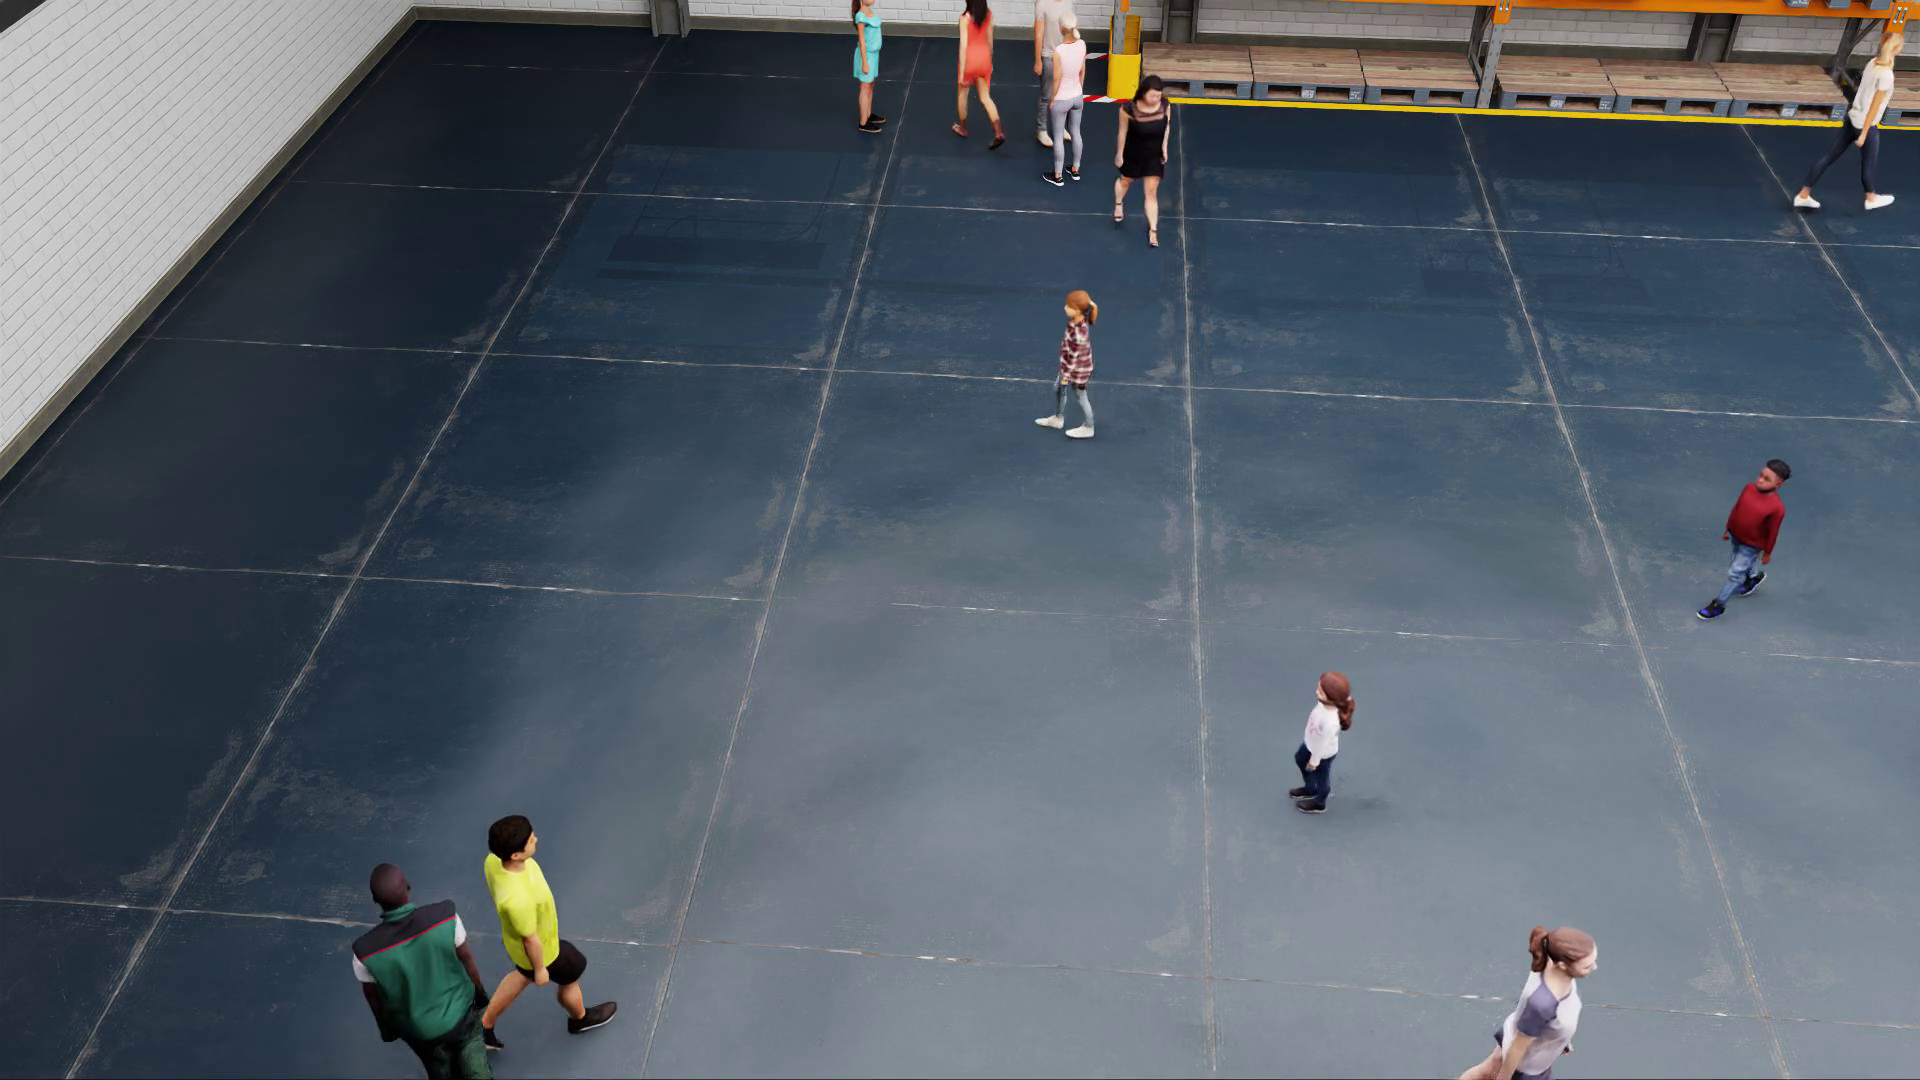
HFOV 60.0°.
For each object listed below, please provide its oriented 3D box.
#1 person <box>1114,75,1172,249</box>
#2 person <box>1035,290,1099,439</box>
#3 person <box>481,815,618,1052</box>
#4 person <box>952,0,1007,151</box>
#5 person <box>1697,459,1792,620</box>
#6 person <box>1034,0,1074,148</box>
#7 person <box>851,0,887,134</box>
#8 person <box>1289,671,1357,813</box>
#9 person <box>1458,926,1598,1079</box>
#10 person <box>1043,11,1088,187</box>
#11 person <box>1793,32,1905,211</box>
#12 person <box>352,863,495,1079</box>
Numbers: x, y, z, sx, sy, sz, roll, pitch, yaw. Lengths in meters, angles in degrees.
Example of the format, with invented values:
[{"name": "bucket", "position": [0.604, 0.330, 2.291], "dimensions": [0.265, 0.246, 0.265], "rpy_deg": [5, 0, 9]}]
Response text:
[{"name": "person", "position": [1.659, -3.565, 15.405], "dimensions": [1.129, 1.634, 0.895], "rpy_deg": [-4, 39, -4]}, {"name": "person", "position": [0.969, -1.342, 12.897], "dimensions": [0.703, 1.290, 0.567], "rpy_deg": [-2, 39, -2]}, {"name": "person", "position": [-2.230, 2.024, 8.368], "dimensions": [1.113, 1.683, 0.997], "rpy_deg": [-21, 43, -25]}, {"name": "person", "position": [0.211, -4.785, 16.883], "dimensions": [1.087, 1.695, 1.111], "rpy_deg": [-26, 45, -28]}, {"name": "person", "position": [5.415, -0.039, 11.299], "dimensions": [0.920, 1.247, 0.733], "rpy_deg": [-13, 40, -16]}, {"name": "person", "position": [0.950, -4.957, 16.946], "dimensions": [0.755, 1.886, 0.811], "rpy_deg": [-29, 47, -31]}, {"name": "person", "position": [-0.969, -5.047, 17.321], "dimensions": [0.572, 1.558, 0.575], "rpy_deg": [9, 39, 11]}, {"name": "person", "position": [2.199, 1.206, 9.854], "dimensions": [0.477, 1.106, 0.455], "rpy_deg": [3, 39, 4]}, {"name": "person", "position": [2.602, 2.389, 7.877], "dimensions": [1.177, 1.725, 0.887], "rpy_deg": [19, 42, 22]}, {"name": "person", "position": [1.051, -4.322, 16.281], "dimensions": [0.634, 1.723, 0.711], "rpy_deg": [-21, 43, -24]}, {"name": "person", "position": [8.418, -3.897, 15.721], "dimensions": [1.182, 1.758, 0.707], "rpy_deg": [-1, 39, -1]}, {"name": "person", "position": [-2.485, 2.312, 7.908], "dimensions": [0.927, 1.806, 0.962], "rpy_deg": [-18, 42, -21]}]
